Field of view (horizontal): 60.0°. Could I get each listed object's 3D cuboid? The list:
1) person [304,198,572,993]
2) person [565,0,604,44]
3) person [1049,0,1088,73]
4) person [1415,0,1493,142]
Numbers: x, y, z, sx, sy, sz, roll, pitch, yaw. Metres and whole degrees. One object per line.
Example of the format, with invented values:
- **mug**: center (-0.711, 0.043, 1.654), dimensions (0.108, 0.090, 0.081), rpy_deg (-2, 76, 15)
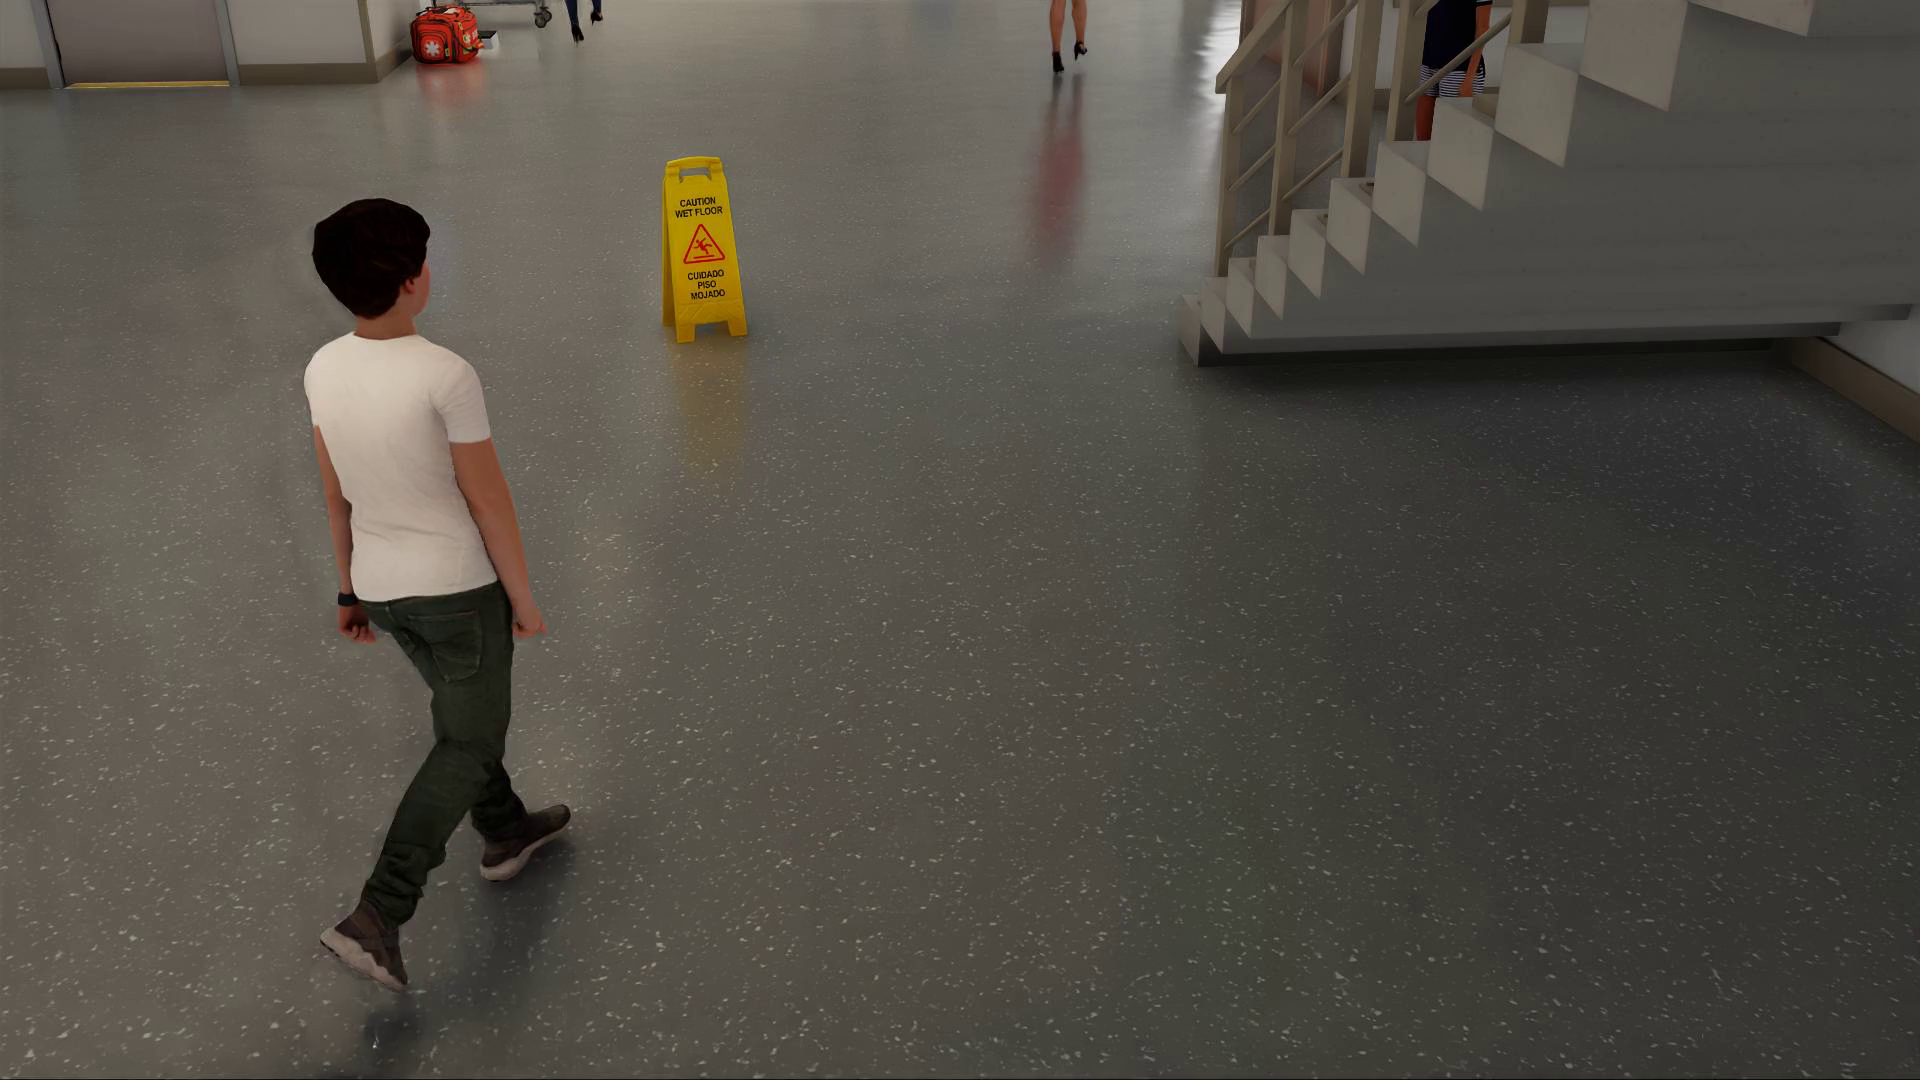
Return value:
- **person**: center (-1.122, 0.152, 3.407), dimensions (0.903, 1.631, 1.144), rpy_deg (10, 27, 20)
- **person**: center (-3.360, -5.163, 14.300), dimensions (0.681, 1.744, 1.148), rpy_deg (1, 26, 1)
- **person**: center (0.819, -4.519, 13.031), dimensions (0.849, 1.685, 1.098), rpy_deg (8, 27, 15)
- **person**: center (2.511, -2.388, 8.519), dimensions (0.703, 1.767, 0.582), rpy_deg (-13, 29, -25)
